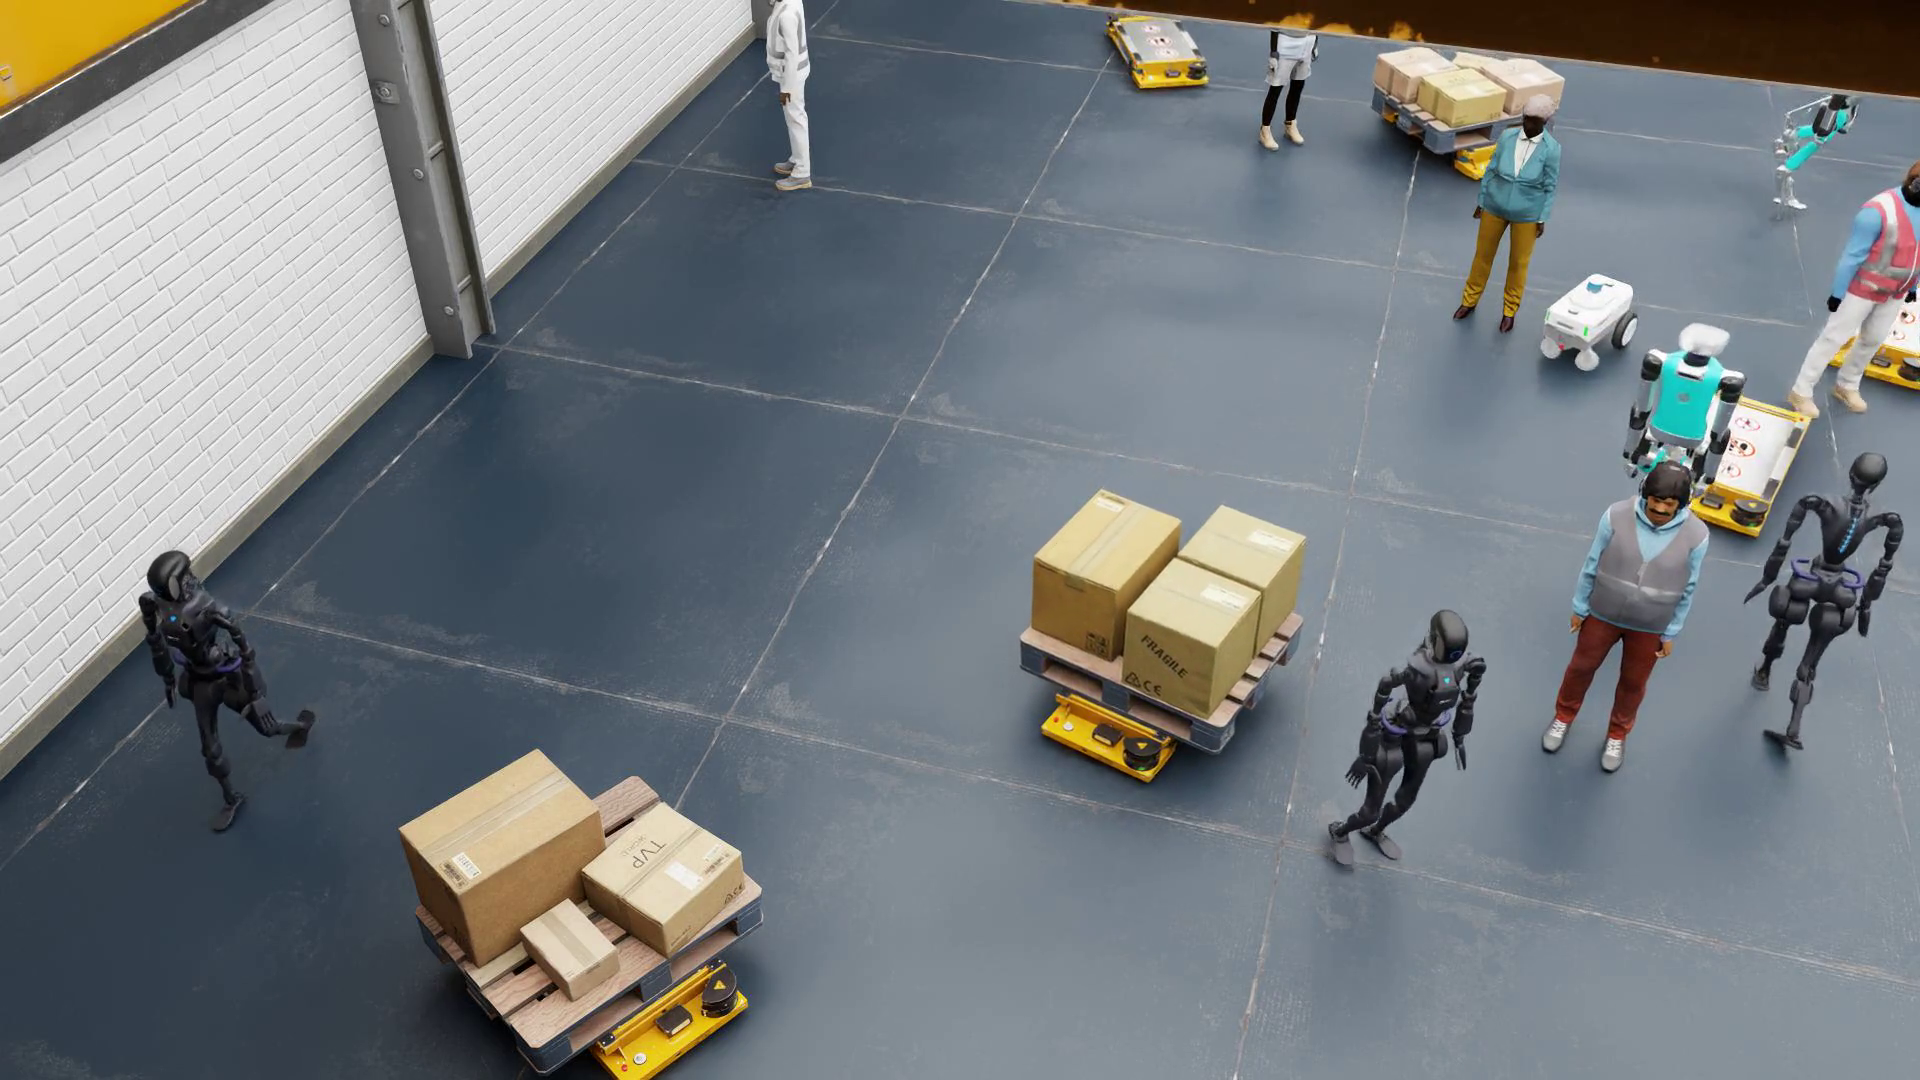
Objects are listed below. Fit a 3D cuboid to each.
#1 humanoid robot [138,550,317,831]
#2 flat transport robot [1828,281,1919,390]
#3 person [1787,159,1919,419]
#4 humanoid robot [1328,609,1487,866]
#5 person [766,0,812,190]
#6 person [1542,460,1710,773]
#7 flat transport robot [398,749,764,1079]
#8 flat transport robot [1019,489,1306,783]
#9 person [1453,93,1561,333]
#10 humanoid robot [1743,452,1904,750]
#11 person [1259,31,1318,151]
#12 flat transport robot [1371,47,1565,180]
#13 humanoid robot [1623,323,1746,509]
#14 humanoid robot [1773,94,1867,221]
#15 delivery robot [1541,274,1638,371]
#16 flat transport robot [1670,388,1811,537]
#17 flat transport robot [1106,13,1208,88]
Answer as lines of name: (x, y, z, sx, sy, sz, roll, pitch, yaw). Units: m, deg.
humanoid robot: (-3.606, 0.627, 8.155, 0.587, 1.643, 0.773, 7, 39, 9)
flat transport robot: (6.707, -1.554, 11.937, 0.659, 0.231, 1.431, 22, 44, 25)
person: (5.954, -1.647, 10.819, 0.670, 1.825, 0.430, -12, 40, -14)
humanoid robot: (2.088, 0.923, 7.743, 0.591, 1.642, 0.382, -11, 40, -13)
person: (-1.383, -3.743, 13.370, 0.355, 1.886, 0.573, -2, 39, -3)
person: (3.323, 0.355, 8.289, 0.527, 1.872, 0.419, 16, 41, 19)
flat transport robot: (-1.679, 1.866, 7.684, 0.659, 0.231, 1.431, -31, 48, -32)
flat transport robot: (1.095, 0.715, 9.114, 0.659, 0.231, 1.431, 23, 44, 26)
person: (3.869, -2.292, 11.672, 0.520, 1.752, 0.341, 22, 44, 25)
humanoid robot: (4.401, 0.294, 8.560, 0.610, 1.613, 0.742, 14, 41, 17)
person: (2.796, -4.115, 13.988, 0.528, 1.688, 0.321, -20, 43, -23)
flat transport robot: (4.323, -3.538, 14.406, 0.659, 0.231, 1.431, -14, 41, -17)
humanoid robot: (4.150, -0.568, 9.570, 0.554, 1.808, 0.915, 23, 44, 26)
humanoid robot: (6.679, -3.284, 12.987, 0.539, 1.862, 0.752, -28, 47, -31)
delivery robot: (4.436, -1.583, 11.736, 0.508, 0.583, 0.755, 31, 48, 33)
flat transport robot: (4.979, -0.551, 10.690, 0.659, 0.231, 1.431, 23, 44, 25)
flat transport robot: (1.863, -4.672, 15.815, 0.659, 0.231, 1.431, -5, 39, -7)
